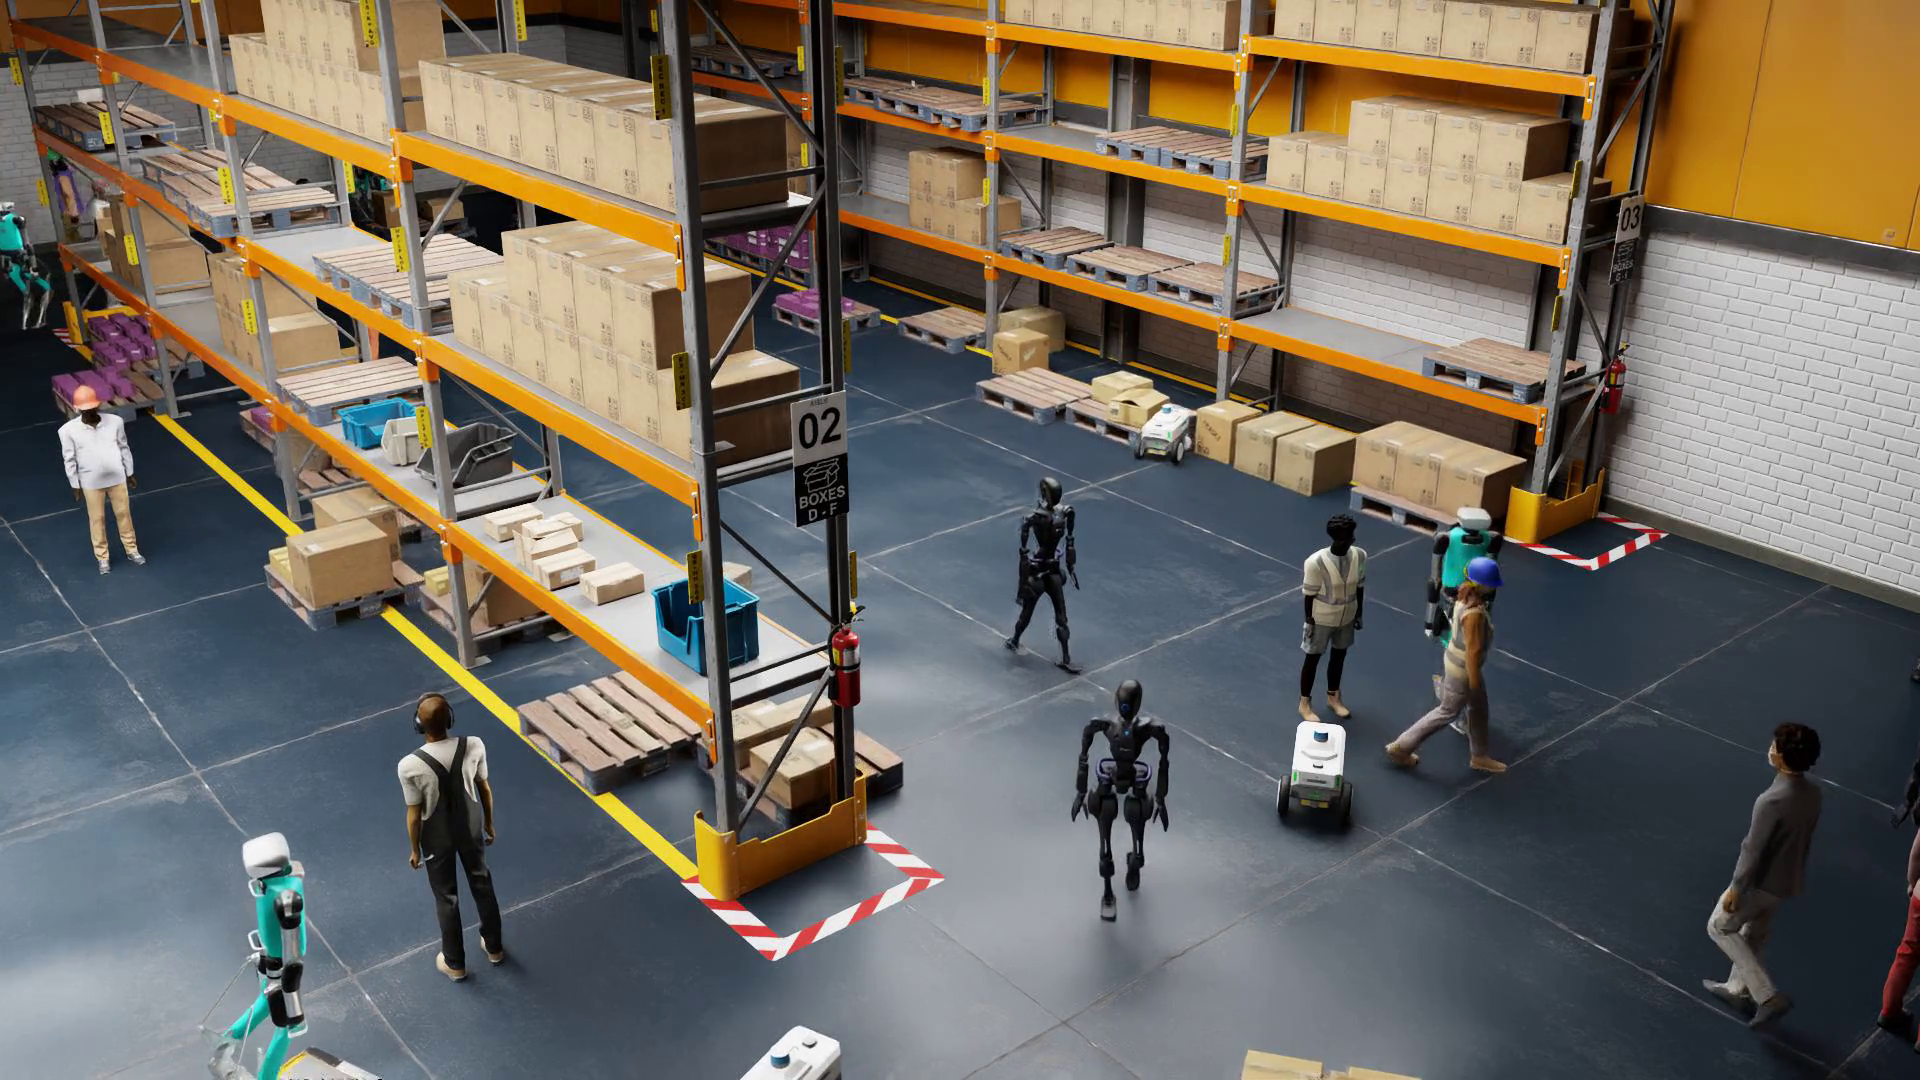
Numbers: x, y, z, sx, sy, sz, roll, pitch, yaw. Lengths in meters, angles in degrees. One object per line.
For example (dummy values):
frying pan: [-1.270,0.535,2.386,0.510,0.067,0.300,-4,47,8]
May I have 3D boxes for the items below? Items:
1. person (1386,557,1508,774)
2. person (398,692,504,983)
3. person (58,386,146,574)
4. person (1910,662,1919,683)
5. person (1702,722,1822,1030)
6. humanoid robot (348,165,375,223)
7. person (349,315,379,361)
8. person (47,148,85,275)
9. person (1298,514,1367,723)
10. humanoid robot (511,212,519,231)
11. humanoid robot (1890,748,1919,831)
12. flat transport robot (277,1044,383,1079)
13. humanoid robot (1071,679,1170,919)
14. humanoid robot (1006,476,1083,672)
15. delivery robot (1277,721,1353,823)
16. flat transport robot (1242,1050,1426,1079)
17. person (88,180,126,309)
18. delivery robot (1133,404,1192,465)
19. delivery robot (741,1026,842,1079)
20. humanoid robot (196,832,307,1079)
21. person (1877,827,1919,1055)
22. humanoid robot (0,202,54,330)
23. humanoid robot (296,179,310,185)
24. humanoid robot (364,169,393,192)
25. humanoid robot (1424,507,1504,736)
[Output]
person: [3.517,0.875,11.751,0.828,1.734,0.483,6,24,14]
person: [-2.954,1.720,9.672,0.508,1.844,0.330,-17,28,-34]
person: [-7.768,-0.565,15.078,0.573,1.749,0.332,-20,30,-38]
person: [7.806,0.261,12.959,0.547,1.924,0.385,14,27,29]
person: [4.506,1.889,9.230,0.566,1.882,0.510,-13,27,-28]
humanoid robot: [-10.217,-6.248,28.252,0.666,1.788,0.546,5,24,11]
person: [-7.176,-2.723,20.072,0.506,1.758,0.341,14,27,29]
person: [-13.439,-4.941,25.004,0.483,1.914,0.556,-15,28,-31]
person: [2.794,0.582,12.498,0.533,1.693,0.320,-9,25,-19]
humanoid robot: [-5.744,-3.521,22.020,0.340,1.653,0.589,2,23,5]
humanoid robot: [6.071,1.590,10.194,0.616,1.633,0.530,7,24,17]
flat transport robot: [-3.182,3.062,8.552,1.431,0.231,0.659,13,26,27]
humanoid robot: [0.995,1.541,10.300,0.609,1.636,0.477,3,23,6]
humanoid robot: [0.673,0.247,13.358,0.590,1.627,0.783,-17,28,-33]
delivery robot: [2.500,1.577,11.613,0.499,0.581,0.774,6,24,13]
flat transport robot: [1.710,3.239,8.143,1.431,0.231,0.659,6,24,14]
person: [-11.694,-4.066,23.039,0.614,1.873,0.678,-9,25,-20]
delivery robot: [2.218,-1.156,17.963,0.510,0.597,0.769,10,25,22]
delivery robot: [-0.928,2.881,8.600,0.499,0.586,0.773,13,27,27]
humanoid robot: [-3.581,2.389,8.402,0.721,1.907,0.560,-14,27,-29]
person: [5.430,2.006,9.110,0.323,1.766,0.531,-8,25,-18]
humanoid robot: [-12.523,-3.678,22.320,0.547,1.808,0.666,3,23,6]
humanoid robot: [-9.390,-4.418,24.137,0.752,1.626,0.601,5,24,11]
humanoid robot: [-9.350,-5.856,27.411,0.940,1.795,0.571,-1,23,-1]
humanoid robot: [3.754,0.651,12.308,0.557,1.748,1.046,-3,24,-8]
